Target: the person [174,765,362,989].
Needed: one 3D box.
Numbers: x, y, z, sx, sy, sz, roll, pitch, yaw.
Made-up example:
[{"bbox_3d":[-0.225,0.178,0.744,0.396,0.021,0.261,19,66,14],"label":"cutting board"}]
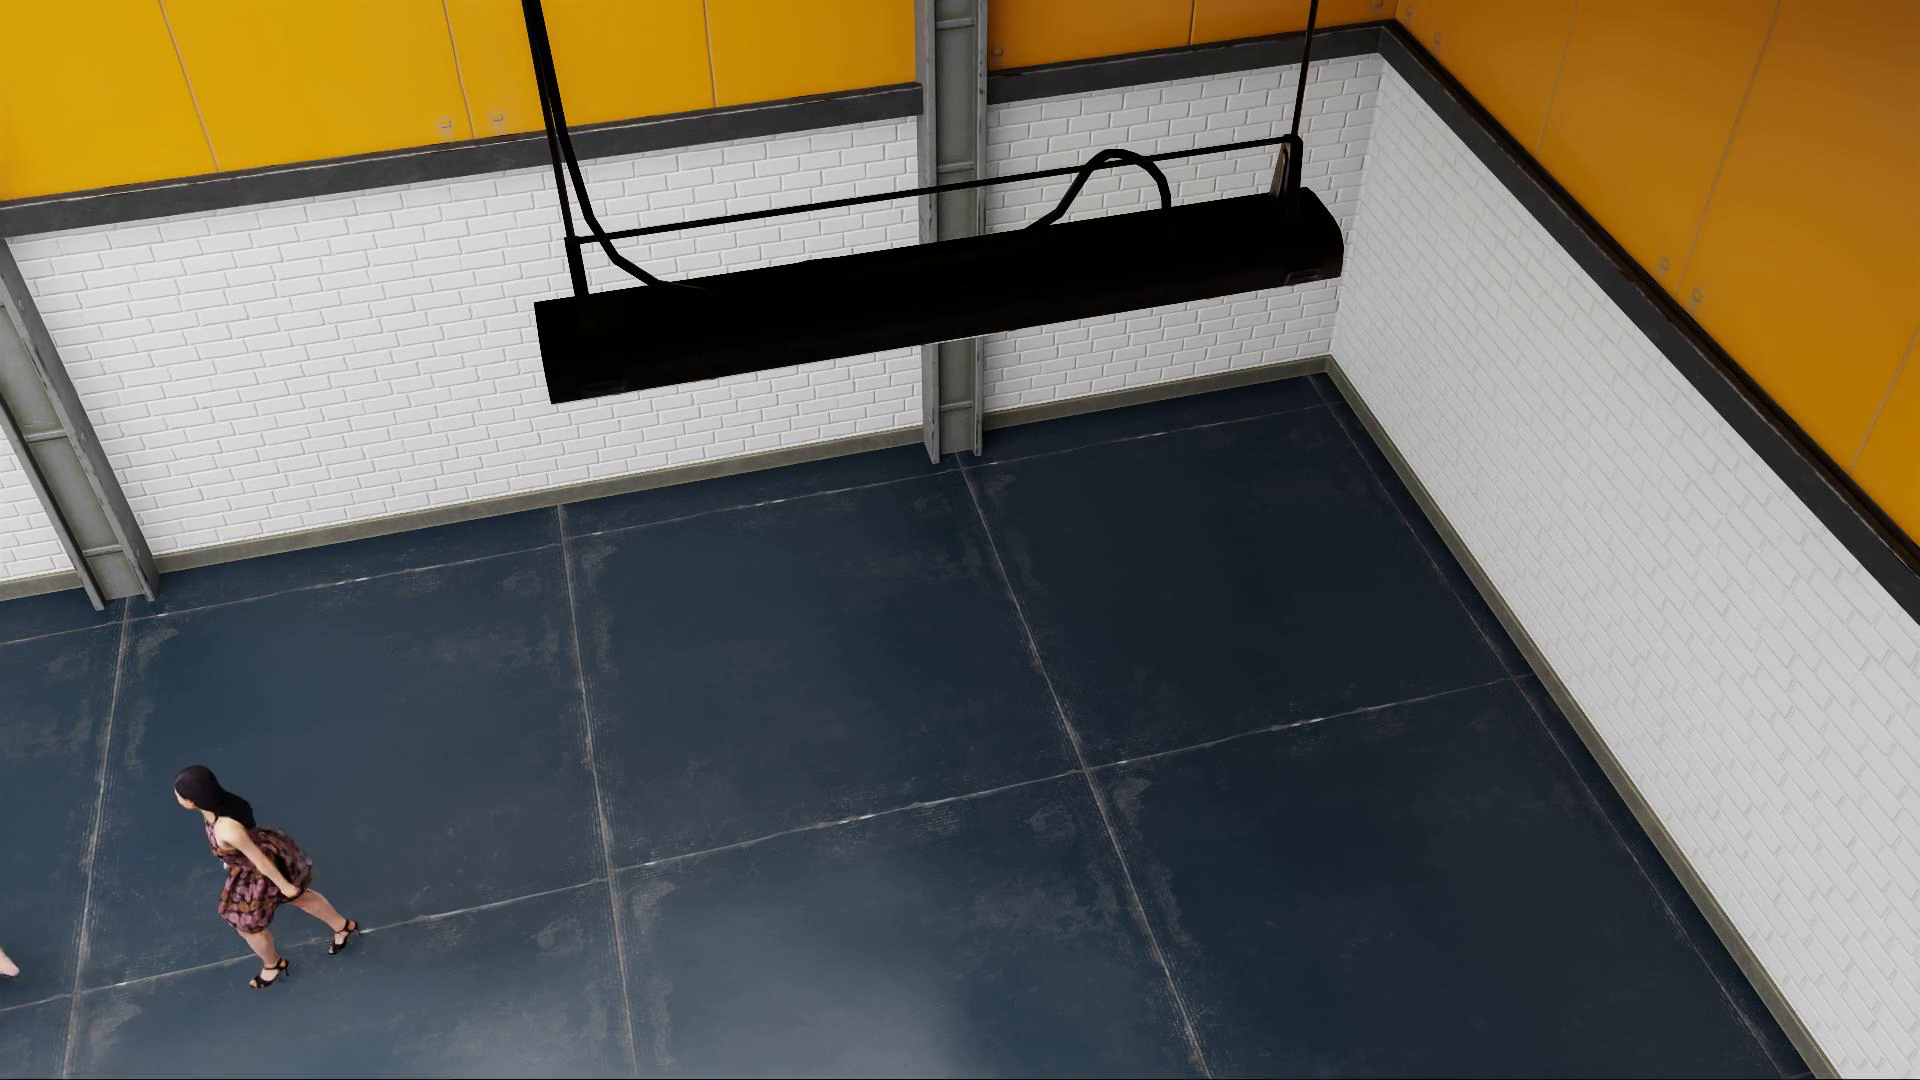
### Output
[{"bbox_3d":[-3.677,1.773,8.946,0.940,1.730,0.758,-28,50,-27],"label":"person"}]
